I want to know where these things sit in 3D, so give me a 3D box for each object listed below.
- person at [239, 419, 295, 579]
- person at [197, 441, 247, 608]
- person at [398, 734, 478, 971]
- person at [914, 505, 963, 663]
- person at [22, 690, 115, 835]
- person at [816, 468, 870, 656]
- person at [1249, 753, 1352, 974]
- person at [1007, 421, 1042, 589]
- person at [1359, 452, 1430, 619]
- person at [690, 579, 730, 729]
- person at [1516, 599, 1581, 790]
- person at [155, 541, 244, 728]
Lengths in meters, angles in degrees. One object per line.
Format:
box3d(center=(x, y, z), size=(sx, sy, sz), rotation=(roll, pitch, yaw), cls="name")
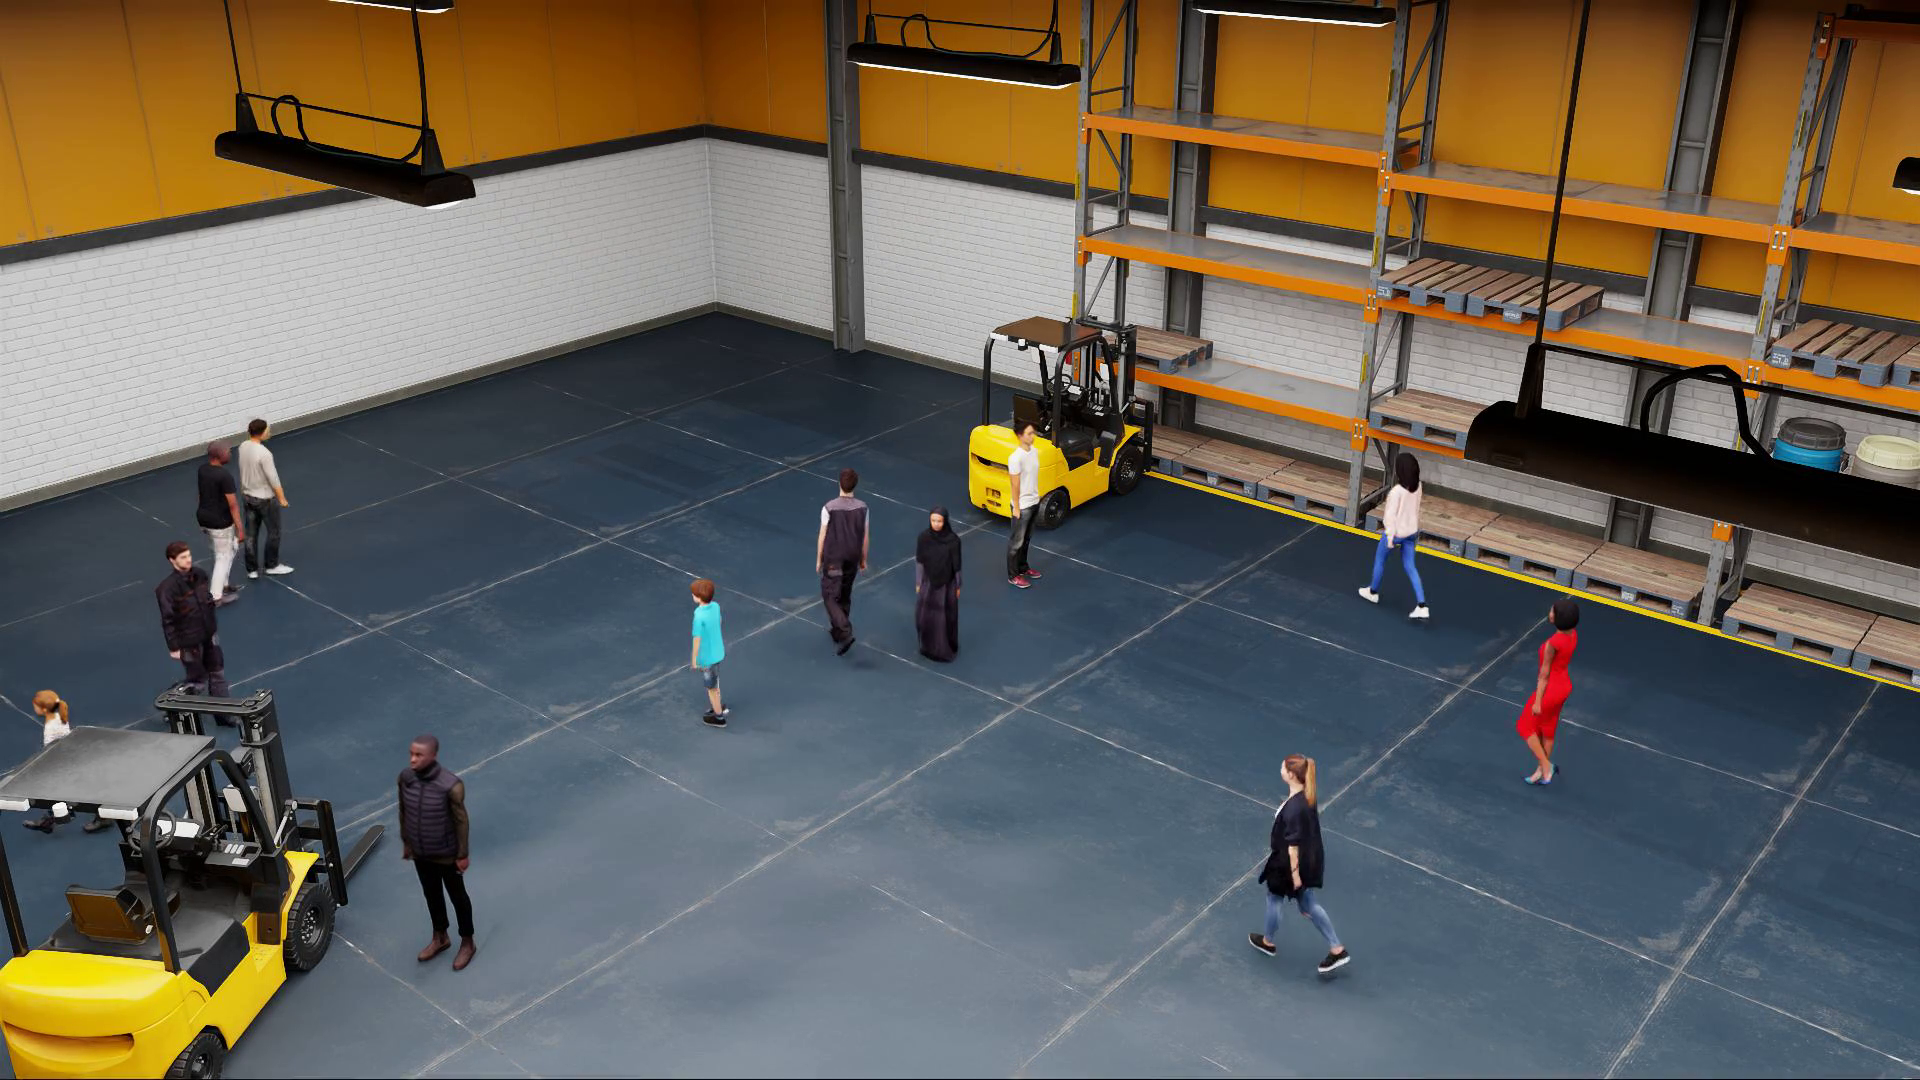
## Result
box3d(center=(-7.515, -0.441, 17.780), size=(0.656, 1.776, 0.837), rotation=(6, 24, 14), cls="person")
box3d(center=(-7.675, -0.136, 17.097), size=(0.659, 1.764, 0.743), rotation=(11, 26, 23), cls="person")
box3d(center=(-3.679, 2.173, 11.724), size=(0.648, 1.835, 0.827), rotation=(8, 25, 18), cls="person")
box3d(center=(-0.186, 0.399, 16.056), size=(0.793, 1.616, 0.841), rotation=(5, 24, 12), cls="person")
box3d(center=(-7.073, 1.793, 13.275), size=(0.850, 1.290, 0.875), rotation=(-6, 24, -14), cls="person")
box3d(center=(-1.121, 0.243, 16.172), size=(0.971, 1.810, 1.131), rotation=(-13, 27, -28), cls="person")
box3d(center=(2.447, 2.305, 11.664), size=(0.974, 1.643, 0.629), rotation=(13, 27, 28), cls="person")
box3d(center=(0.670, -0.405, 17.660), size=(0.596, 1.805, 0.675), rotation=(13, 27, 27), cls="person")
box3d(center=(4.536, -0.009, 16.849), size=(0.959, 1.730, 1.262), rotation=(-12, 26, -25), cls="person")
box3d(center=(-2.176, 1.014, 14.868), size=(0.607, 1.441, 0.598), rotation=(10, 25, 21), cls="person")
box3d(center=(4.969, 1.322, 13.795), size=(0.648, 1.737, 0.623), rotation=(21, 31, 40), cls="person")
box3d(center=(-6.848, 0.855, 14.754), size=(1.070, 1.824, 0.931), rotation=(7, 25, 16), cls="person")
